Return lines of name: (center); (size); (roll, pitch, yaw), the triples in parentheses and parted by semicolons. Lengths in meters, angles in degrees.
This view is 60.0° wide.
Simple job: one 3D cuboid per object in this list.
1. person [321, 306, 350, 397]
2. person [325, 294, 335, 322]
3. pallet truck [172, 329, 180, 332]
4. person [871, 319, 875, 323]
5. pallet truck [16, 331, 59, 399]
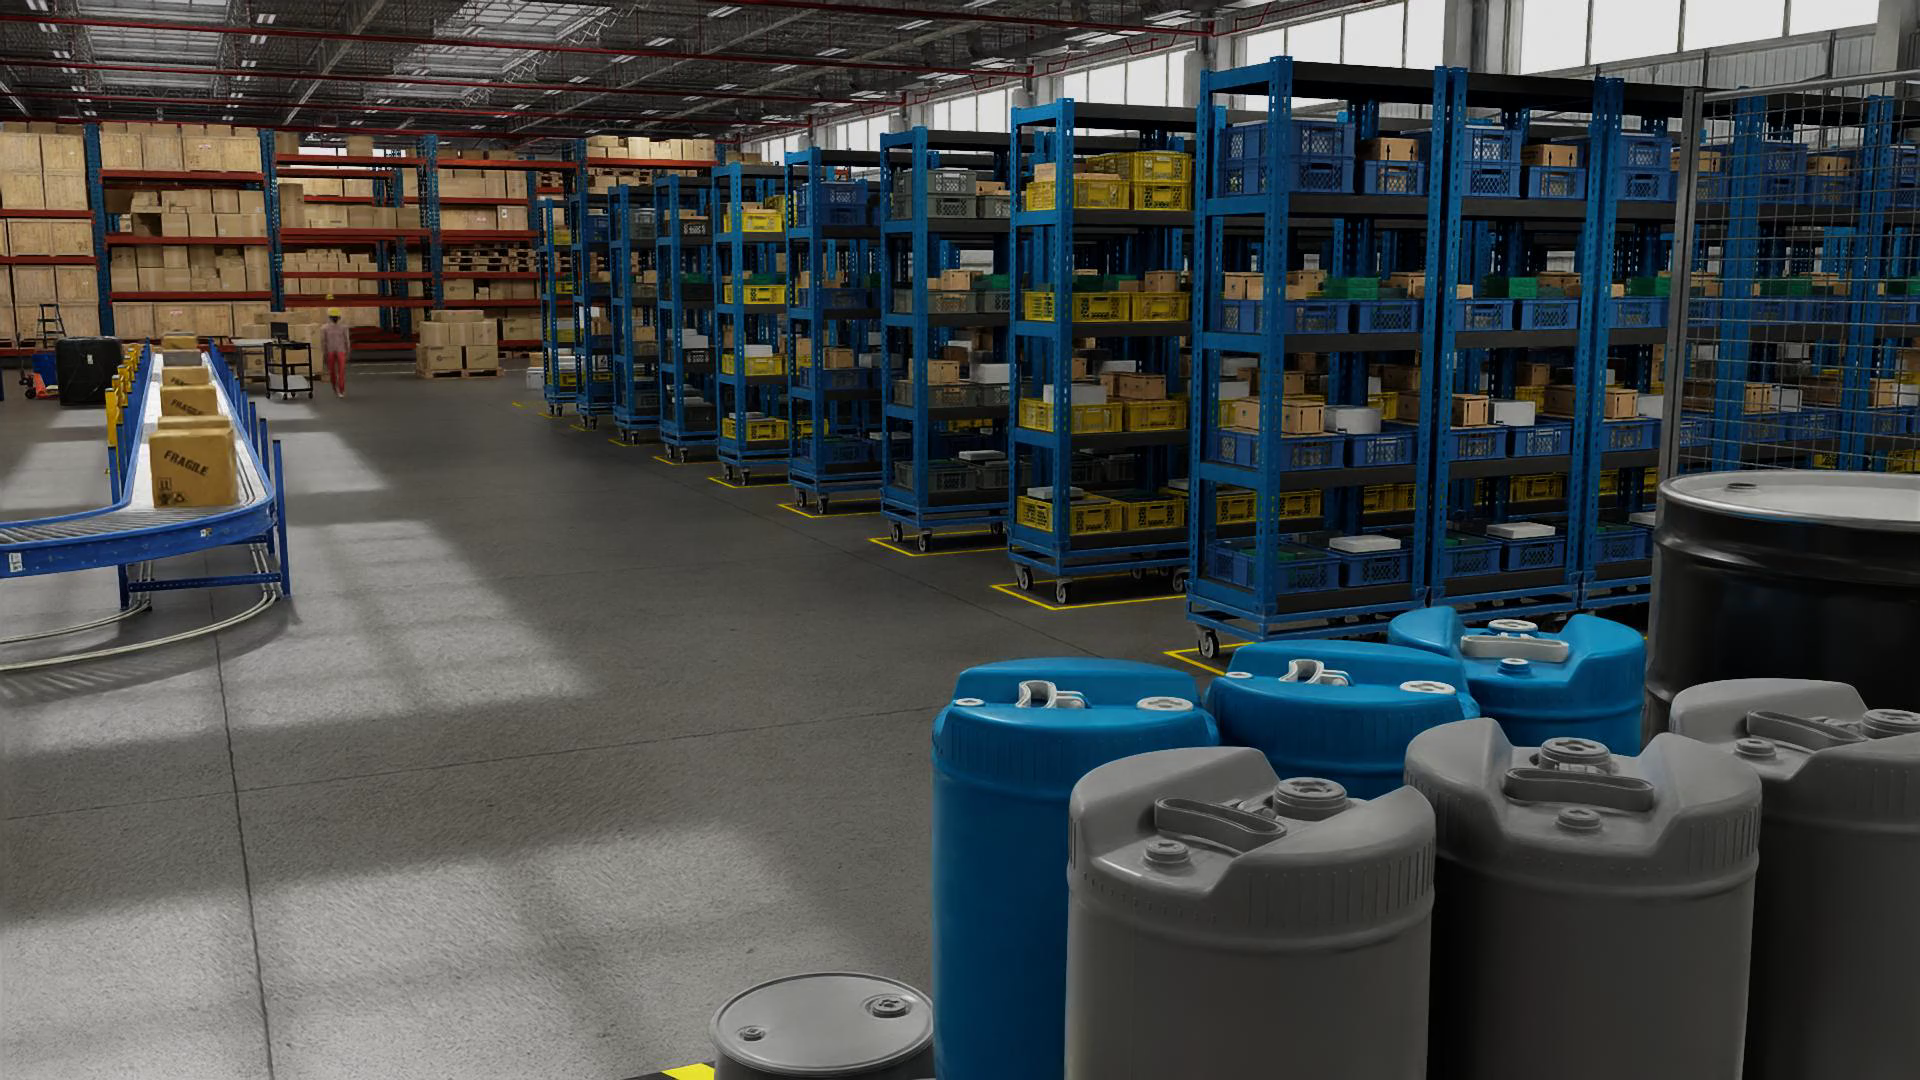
person: (-12.035, -3.634, 32.100); (0.530, 1.753, 0.523); (-2, 9, -15)
person: (-18.695, -6.435, 49.505); (0.333, 1.758, 0.531); (-4, 10, -24)
pallet truck: (-17.275, -3.851, 35.096); (1.601, 1.201, 0.680); (0, 9, 1)
person: (-2.564, -6.929, 52.026); (0.621, 1.926, 0.661); (-5, 10, -28)
pallet truck: (-17.082, -3.353, 31.781); (1.630, 1.274, 0.653); (-4, 10, -25)
